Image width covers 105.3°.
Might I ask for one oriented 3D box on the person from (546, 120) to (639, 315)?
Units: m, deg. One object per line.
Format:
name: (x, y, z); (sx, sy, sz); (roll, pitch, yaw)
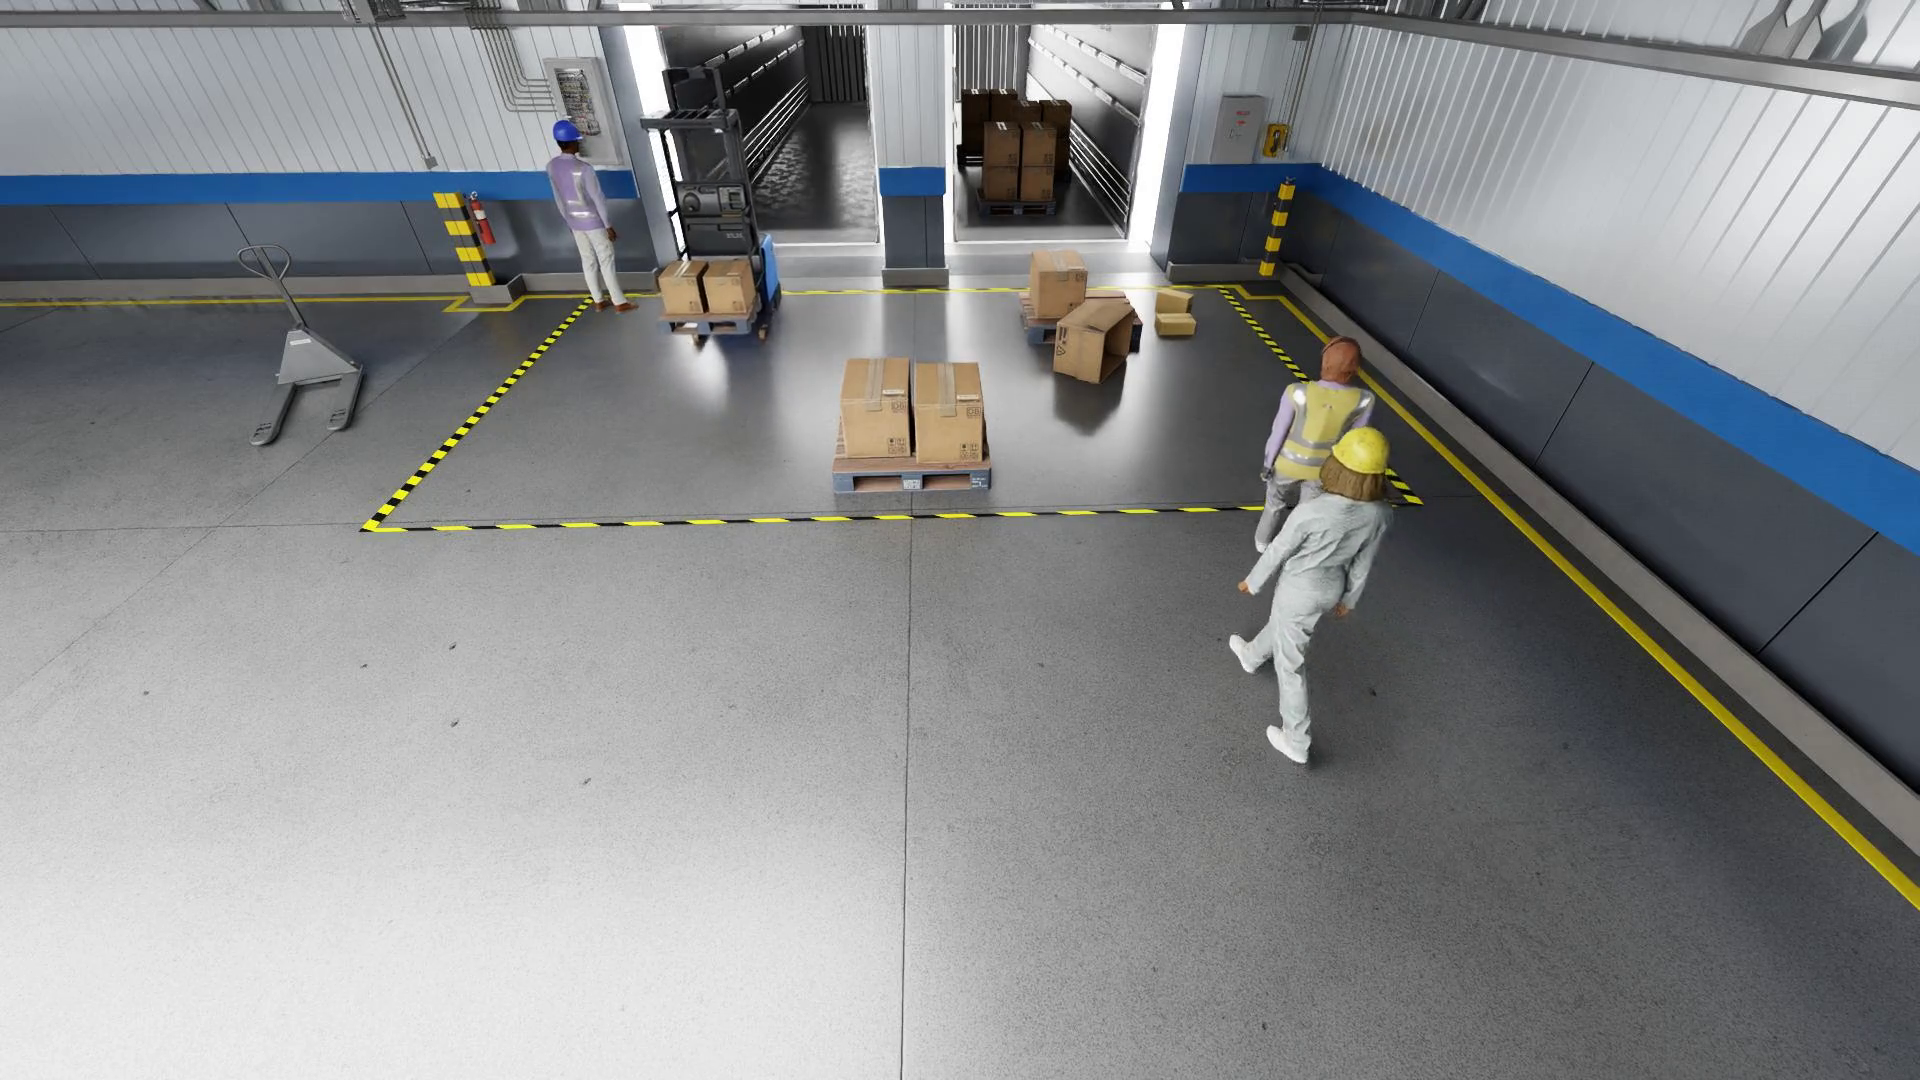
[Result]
person: (-4.012, -3.438, 7.945); (0.614, 1.945, 0.402); (13, 40, 16)

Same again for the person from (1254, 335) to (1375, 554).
person: (2.086, -0.415, 4.408); (0.528, 1.606, 0.813); (10, 40, 13)

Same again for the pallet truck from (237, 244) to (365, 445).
pallet truck: (-5.915, -1.733, 6.366); (0.680, 1.201, 1.601); (-18, 42, -21)

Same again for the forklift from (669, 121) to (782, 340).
forklift: (-2.477, -3.419, 7.846); (0.716, 2.013, 0.776); (-1, 38, -2)

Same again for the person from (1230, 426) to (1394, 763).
person: (1.659, 0.227, 3.521); (0.499, 1.692, 0.893); (-9, 39, -12)
